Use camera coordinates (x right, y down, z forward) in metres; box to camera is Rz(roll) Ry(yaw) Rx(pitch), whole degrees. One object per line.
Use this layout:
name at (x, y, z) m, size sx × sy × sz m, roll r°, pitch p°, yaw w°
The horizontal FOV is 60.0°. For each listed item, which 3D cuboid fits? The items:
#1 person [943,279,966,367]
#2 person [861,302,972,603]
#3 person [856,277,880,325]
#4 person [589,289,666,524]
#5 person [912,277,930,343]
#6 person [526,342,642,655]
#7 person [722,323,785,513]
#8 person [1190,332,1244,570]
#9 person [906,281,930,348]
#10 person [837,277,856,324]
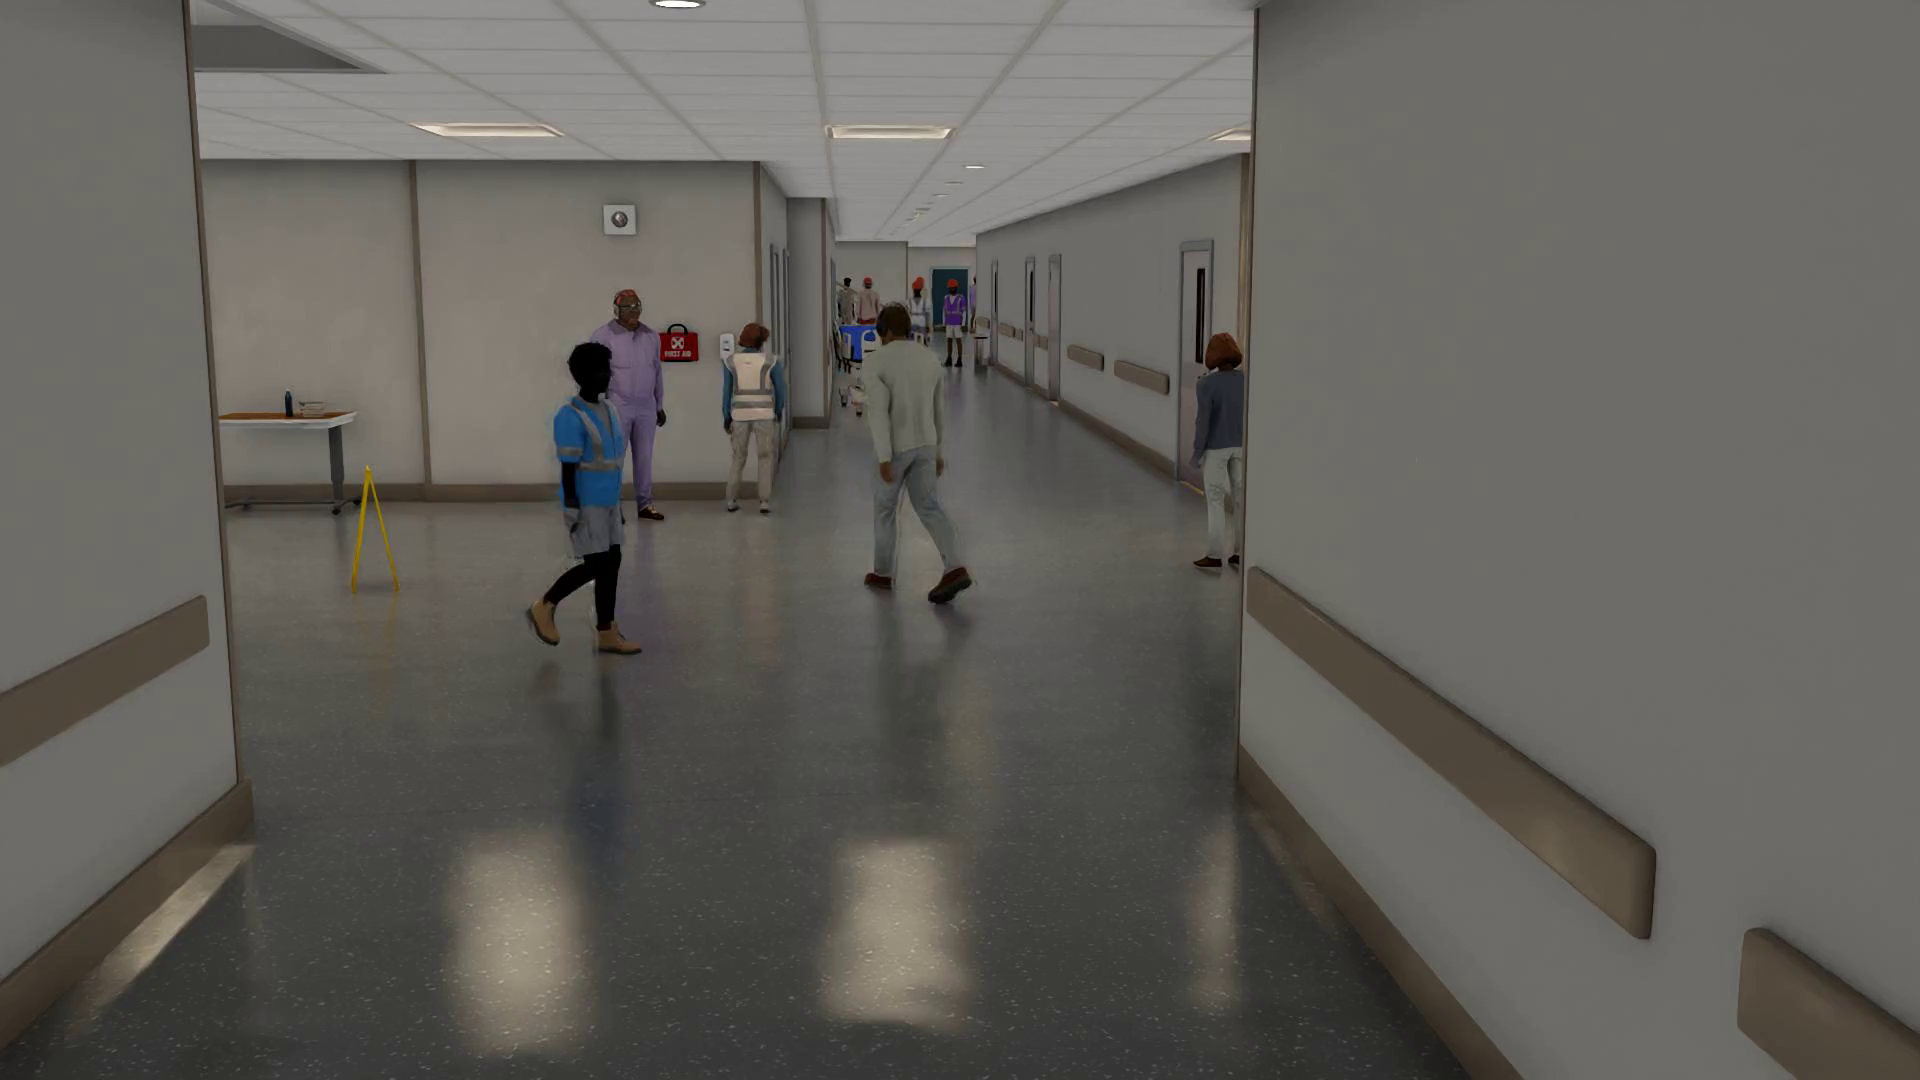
person at (-0.146, -4.808, 36.864) m, size 0.551 × 1.935 × 0.371 m, roll 4°, pitch 10°, yaw 25°
person at (-0.272, -0.553, 10.425) m, size 0.641 × 1.875 × 1.030 m, roll -6°, pitch 11°, yaw -34°
person at (-2.347, -5.635, 41.984) m, size 0.649 × 1.954 × 0.925 m, roll -3°, pitch 9°, yaw -15°
person at (-2.698, -1.092, 13.636) m, size 0.646 × 1.908 × 0.408 m, roll -8°, pitch 12°, yaw -39°
person at (-1.198, -6.727, 48.793) m, size 0.646 × 1.969 × 0.661 m, roll 5°, pitch 10°, yaw 30°
person at (-1.992, -0.210, 8.809) m, size 0.503 × 1.682 × 0.535 m, roll 3°, pitch 9°, yaw 16°
person at (-1.755, -1.036, 14.188) m, size 0.527 × 1.623 × 0.393 m, roll 1°, pitch 9°, yaw 9°
person at (1.817, -0.611, 11.465) m, size 0.498 × 1.633 × 0.279 m, roll -4°, pitch 10°, yaw -26°
person at (-0.922, -4.857, 37.294) m, size 0.546 × 1.910 × 0.840 m, roll 1°, pitch 9°, yaw 7°
person at (-3.304, -6.659, 48.425) m, size 0.600 × 1.958 × 0.379 m, roll -7°, pitch 12°, yaw -39°
